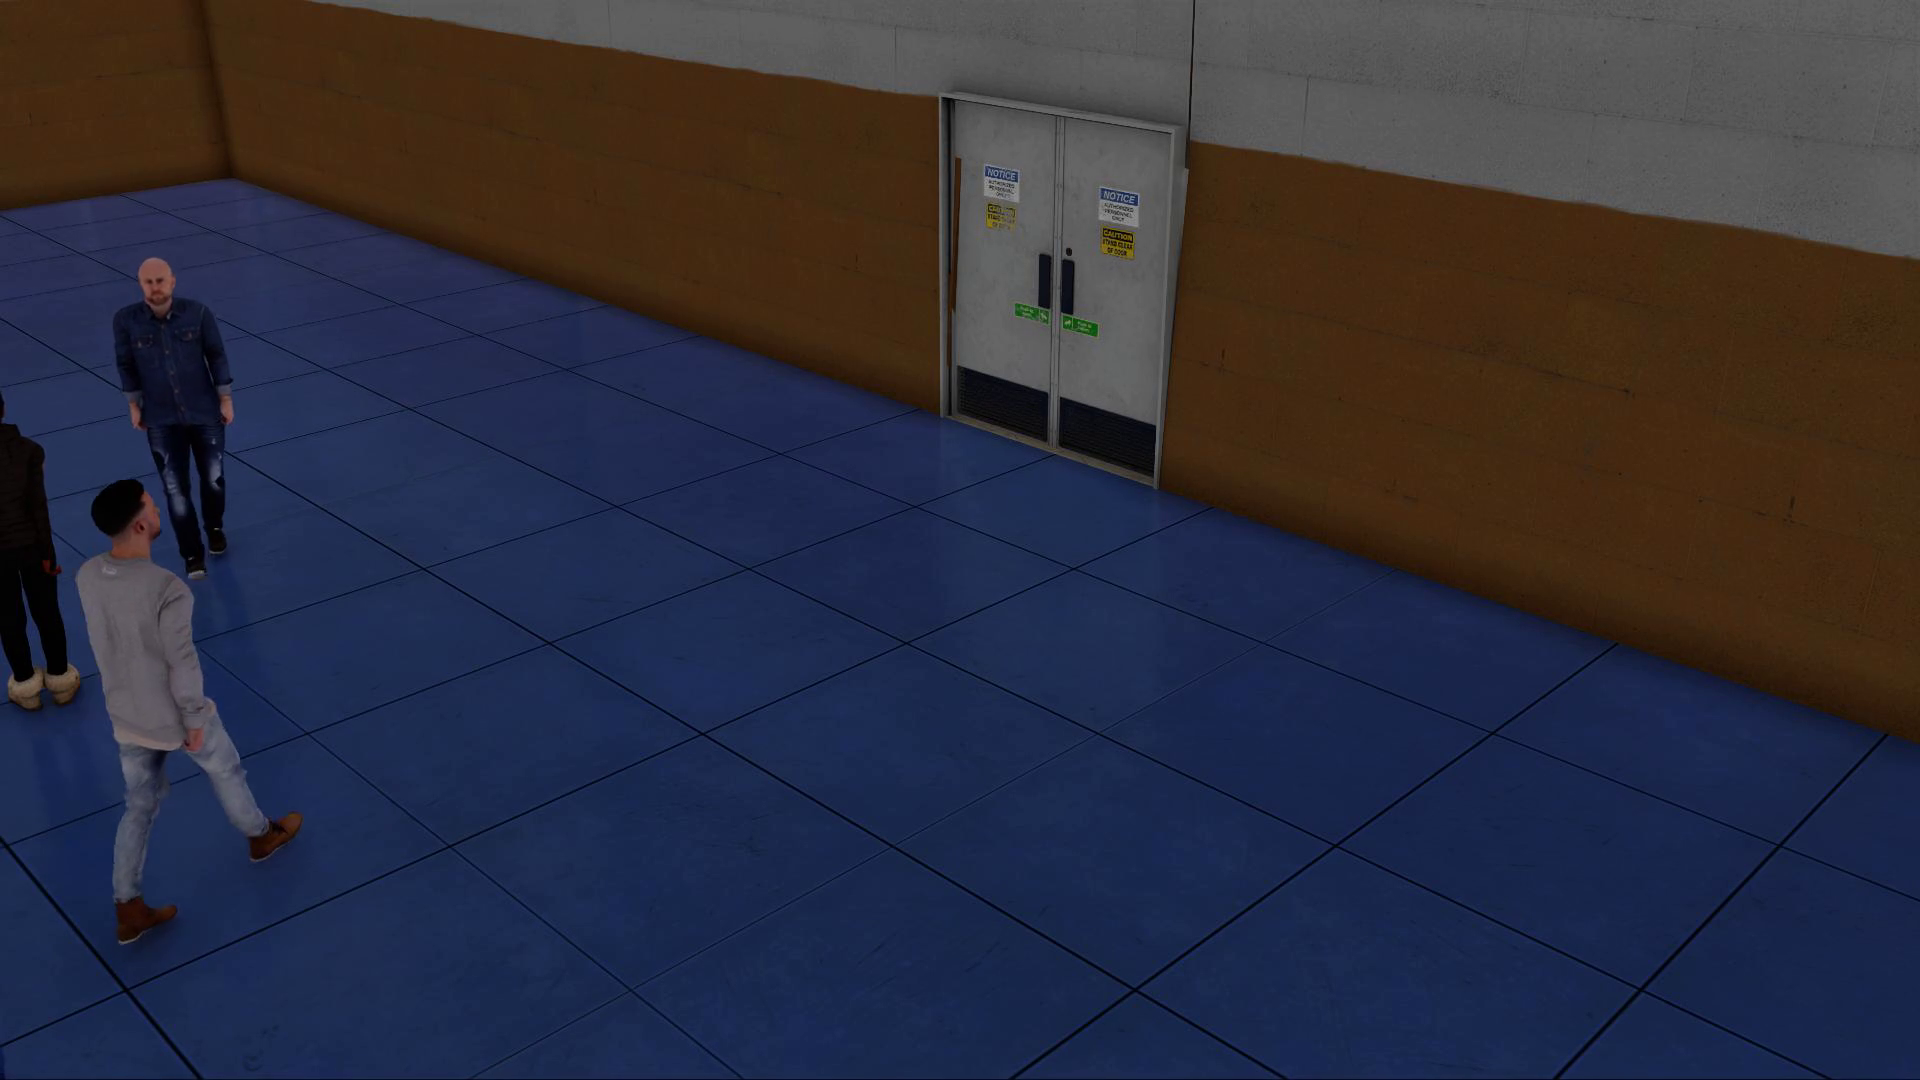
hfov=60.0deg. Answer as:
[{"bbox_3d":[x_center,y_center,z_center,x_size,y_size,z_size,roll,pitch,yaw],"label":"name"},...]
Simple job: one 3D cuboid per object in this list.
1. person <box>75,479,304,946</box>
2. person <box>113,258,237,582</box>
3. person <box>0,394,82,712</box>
[{"bbox_3d":[-3.075,0.672,6.256,1.033,1.793,1.254,7,25,16],"label":"person"},{"bbox_3d":[-4.390,-0.704,9.413,1.163,1.783,1.033,-12,26,-25],"label":"person"},{"bbox_3d":[-4.458,0.051,7.841,0.671,1.659,0.608,9,25,19],"label":"person"}]
